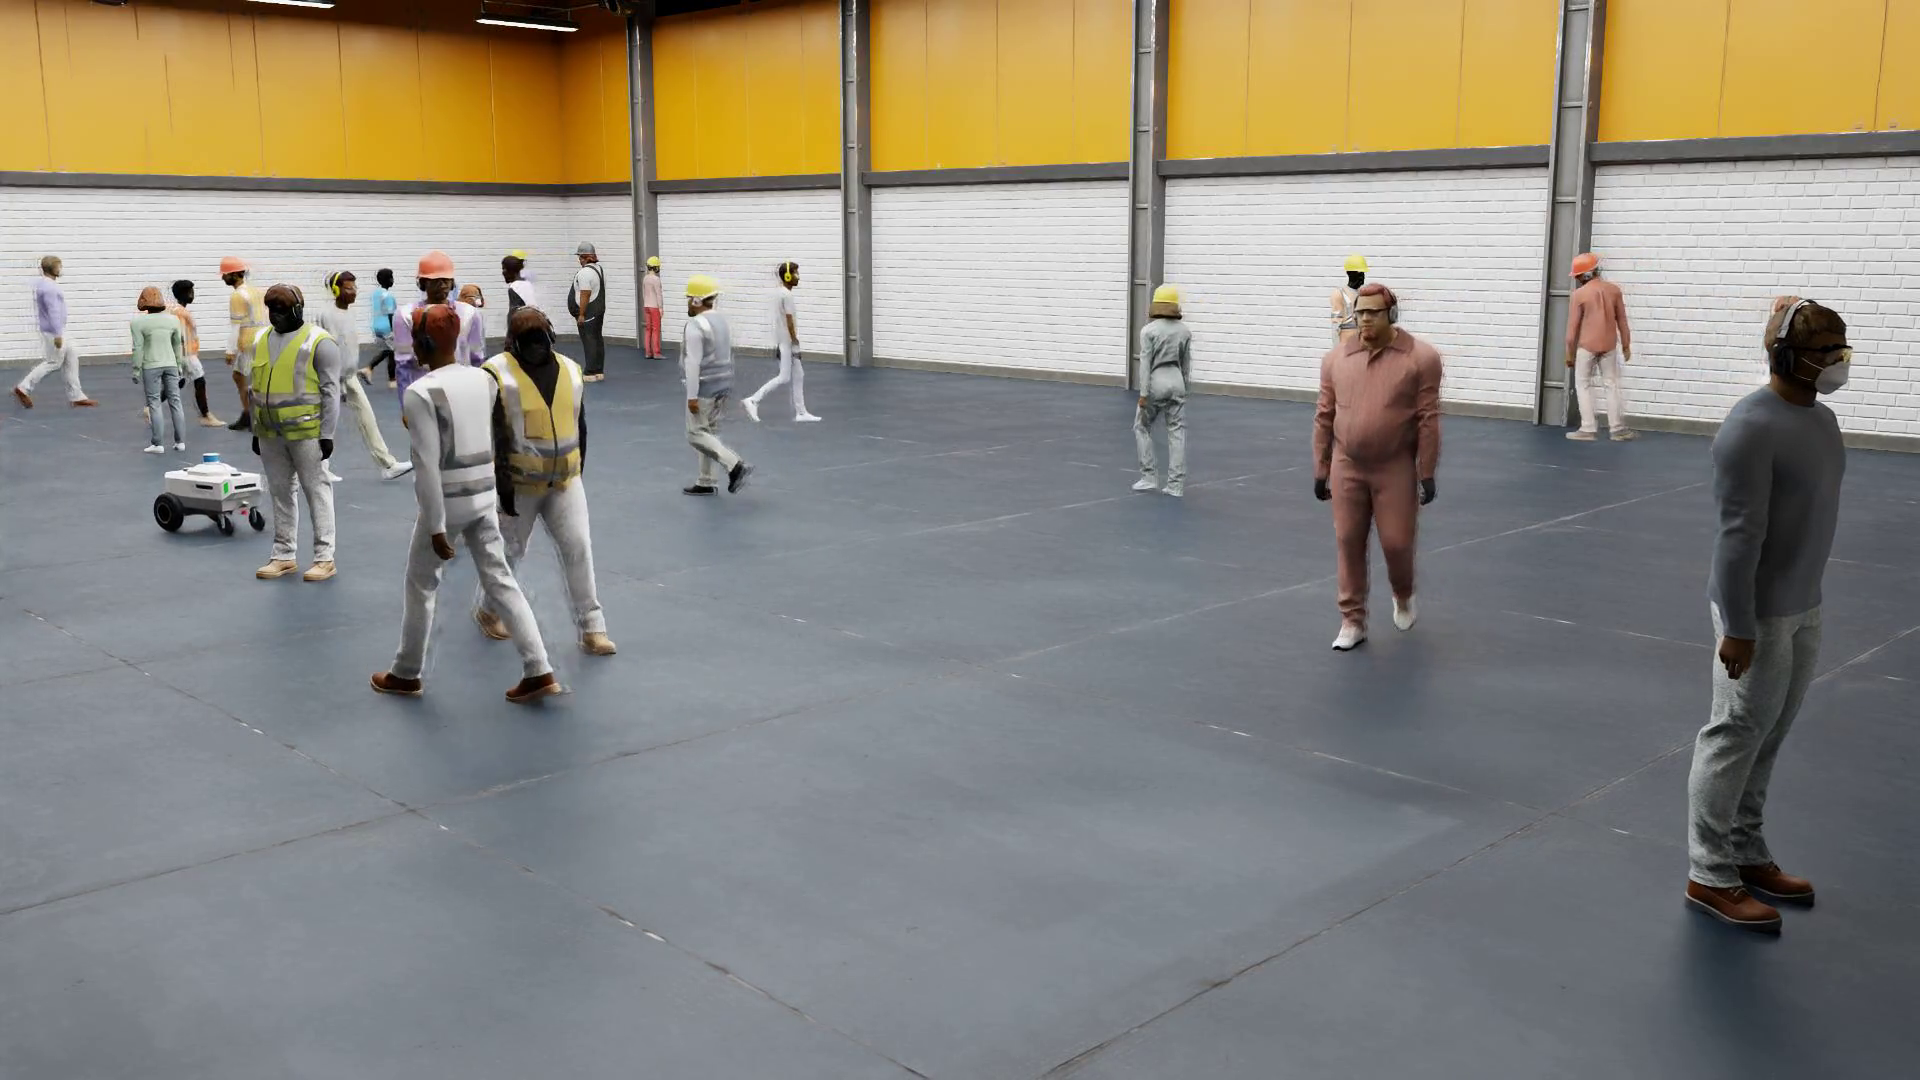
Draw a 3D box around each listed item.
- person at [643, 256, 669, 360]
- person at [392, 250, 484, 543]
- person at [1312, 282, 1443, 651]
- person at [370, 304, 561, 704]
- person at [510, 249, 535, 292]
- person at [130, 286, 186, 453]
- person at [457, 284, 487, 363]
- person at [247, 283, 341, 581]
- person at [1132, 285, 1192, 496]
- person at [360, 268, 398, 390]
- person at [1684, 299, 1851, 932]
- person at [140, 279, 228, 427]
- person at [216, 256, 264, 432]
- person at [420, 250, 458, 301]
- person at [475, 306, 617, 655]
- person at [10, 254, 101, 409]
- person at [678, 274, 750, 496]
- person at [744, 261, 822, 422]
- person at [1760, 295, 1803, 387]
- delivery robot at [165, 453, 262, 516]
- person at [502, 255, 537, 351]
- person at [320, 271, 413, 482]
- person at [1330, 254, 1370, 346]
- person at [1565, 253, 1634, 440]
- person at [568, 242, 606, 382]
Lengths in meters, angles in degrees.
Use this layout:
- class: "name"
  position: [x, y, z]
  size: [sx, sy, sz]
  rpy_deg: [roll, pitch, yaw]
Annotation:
- class: "person"
  position: [-5.260, -3.987, 28.638]
  size: [0.314, 1.768, 0.527]
  rpy_deg: [-9, 14, -41]
- class: "person"
  position: [-3.554, -0.961, 11.429]
  size: [0.613, 2.018, 0.736]
  rpy_deg: [-4, 11, -21]
- class: "person"
  position: [2.146, -0.382, 8.618]
  size: [0.671, 1.893, 0.542]
  rpy_deg: [6, 12, 29]
- class: "person"
  position: [-2.270, -0.148, 7.552]
  size: [1.002, 1.838, 0.575]
  rpy_deg: [6, 12, 28]
- class: "person"
  position: [-7.367, -3.999, 28.340]
  size: [0.632, 1.906, 0.584]
  rpy_deg: [-10, 14, -42]
- class: "person"
  position: [-7.888, -1.670, 16.364]
  size: [0.282, 1.633, 0.498]
  rpy_deg: [8, 13, 36]
- class: "person"
  position: [-4.996, -1.800, 17.066]
  size: [0.278, 1.634, 0.498]
  rpy_deg: [2, 11, 13]
- class: "person"
  position: [-4.142, -0.665, 10.321]
  size: [0.627, 1.843, 0.429]
  rpy_deg: [3, 11, 15]
- class: "person"
  position: [1.665, -1.234, 13.737]
  size: [0.507, 1.721, 0.602]
  rpy_deg: [-4, 11, -23]
- class: "person"
  position: [-7.975, -2.905, 22.939]
  size: [0.509, 1.684, 0.541]
  rpy_deg: [-10, 14, -43]
- class: "person"
  position: [2.527, 0.226, 5.187]
  size: [0.635, 1.938, 0.354]
  rpy_deg: [-10, 14, -43]
- class: "person"
  position: [-8.671, -2.056, 18.423]
  size: [0.823, 1.664, 0.535]
  rpy_deg: [-5, 11, -25]
- class: "person"
  position: [-7.761, -2.098, 17.948]
  size: [0.716, 1.905, 0.583]
  rpy_deg: [-1, 10, -5]
- class: "person"
  position: [-6.805, -2.806, 21.727]
  size: [0.364, 1.935, 0.553]
  rpy_deg: [9, 14, 40]
- class: "person"
  position: [-2.211, -0.317, 8.583]
  size: [0.623, 1.793, 0.920]
  rpy_deg: [-9, 14, -40]
- class: "person"
  position: [-11.183, -2.550, 20.422]
  size: [0.904, 1.911, 0.641]
  rpy_deg: [-5, 12, -27]
- class: "person"
  position: [-1.994, -1.231, 13.453]
  size: [0.600, 1.821, 0.592]
  rpy_deg: [4, 11, 21]
- class: "person"
  position: [-2.035, -2.242, 18.954]
  size: [0.824, 1.837, 0.533]
  rpy_deg: [-2, 11, -9]
- class: "person"
  position: [7.287, -1.399, 14.948]
  size: [0.730, 1.612, 0.516]
  rpy_deg: [10, 14, 42]
- class: "delivery robot"
  position: [-5.406, -0.385, 12.041]
  size: [0.707, 0.478, 0.477]
  rpy_deg: [6, 12, 28]
- class: "person"
  position: [-5.233, -2.423, 19.765]
  size: [0.553, 1.895, 0.593]
  rpy_deg: [-1, 10, -4]
- class: "person"
  position: [-5.225, -1.388, 14.312]
  size: [0.975, 1.817, 0.571]
  rpy_deg: [2, 11, 11]
- class: "person"
  position: [4.178, -2.070, 17.742]
  size: [0.588, 1.927, 0.370]
  rpy_deg: [-9, 14, -41]
- class: "person"
  position: [6.696, -2.004, 17.354]
  size: [0.792, 1.946, 0.443]
  rpy_deg: [-2, 11, -10]
- class: "person"
  position: [-5.476, -3.342, 24.370]
  size: [0.538, 2.000, 0.684]
  rpy_deg: [2, 11, 9]
